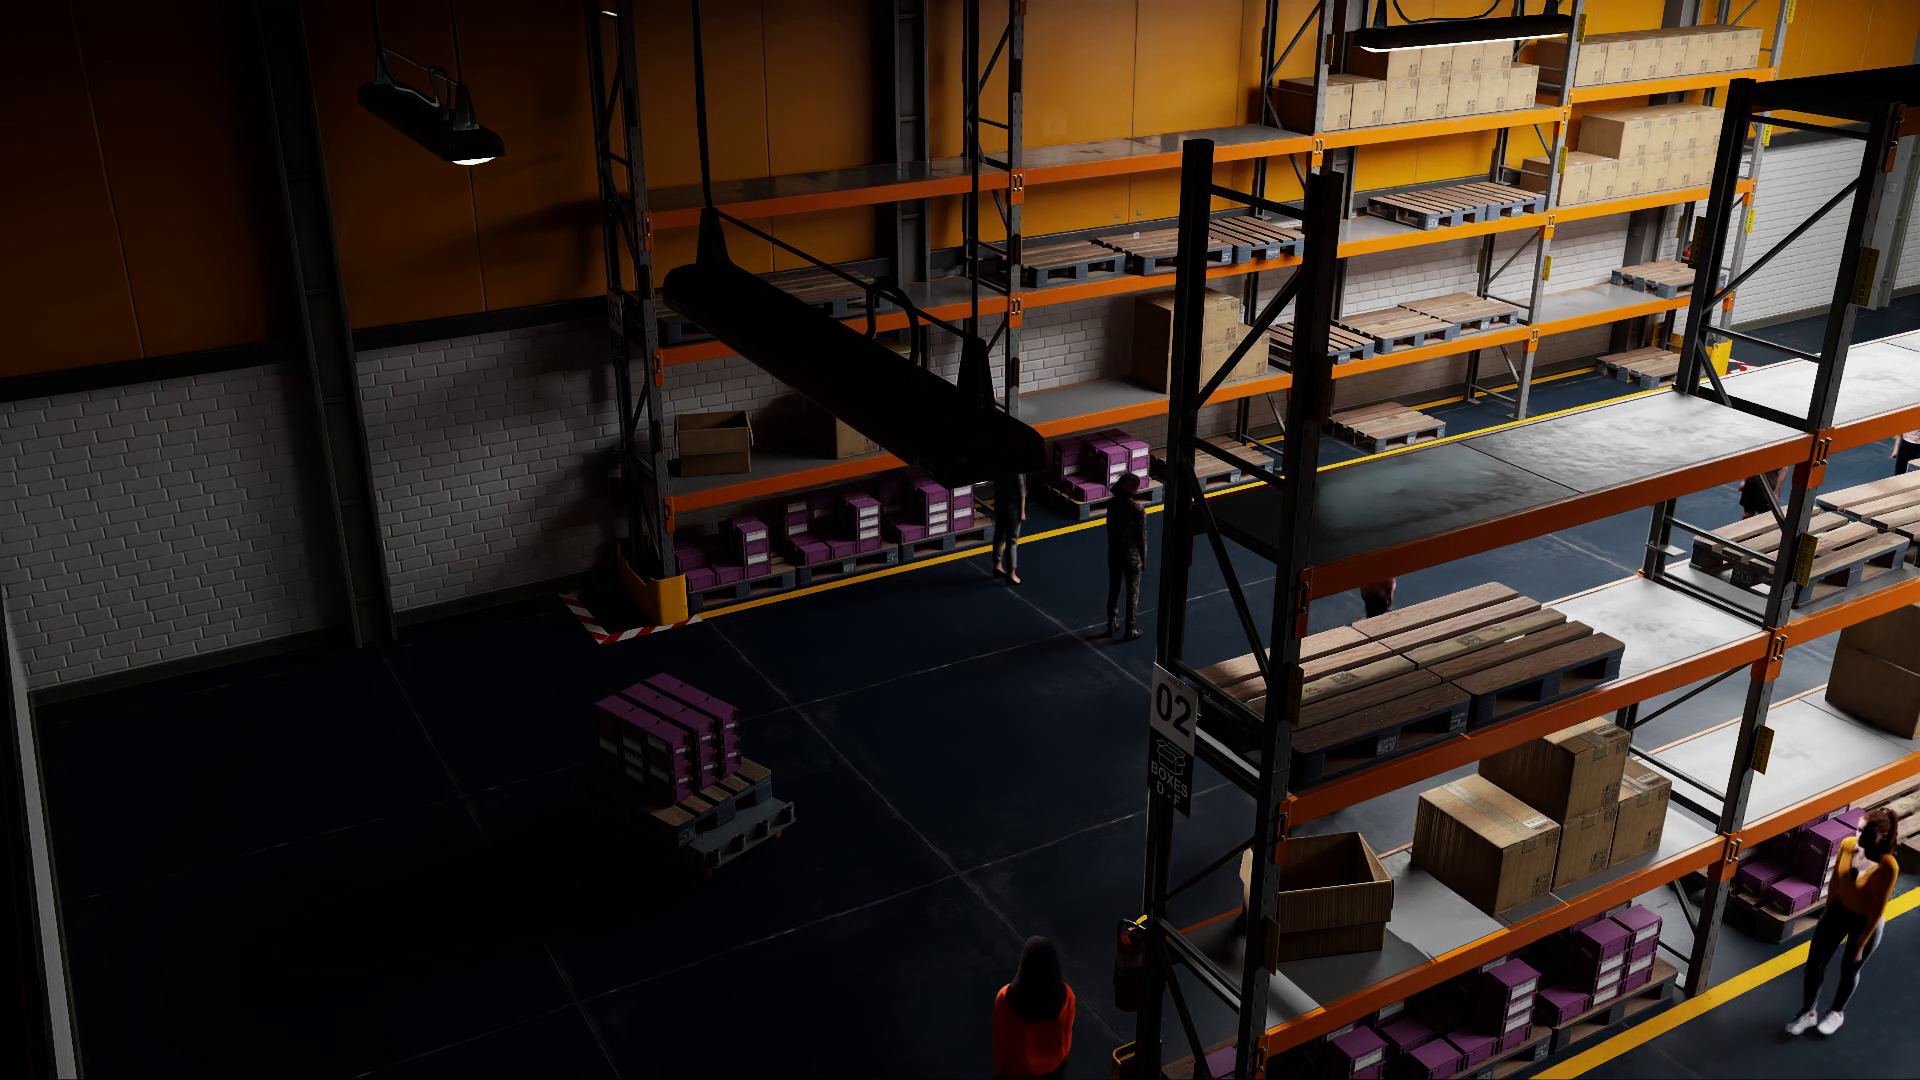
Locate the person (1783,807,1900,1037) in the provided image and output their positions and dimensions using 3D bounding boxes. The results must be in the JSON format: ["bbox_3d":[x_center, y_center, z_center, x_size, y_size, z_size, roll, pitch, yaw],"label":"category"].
[{"bbox_3d":[5.820,2.464,10.742,0.716,1.731,0.586,-15,28,-31],"label":"person"}]

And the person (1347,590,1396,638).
[{"bbox_3d":[3.307,1.271,13.491,0.912,1.716,1.242,18,30,36],"label":"person"}]

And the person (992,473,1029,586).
[{"bbox_3d":[0.497,-0.347,17.240,0.584,1.677,0.631,-15,28,-31],"label":"person"}]

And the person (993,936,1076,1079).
[{"bbox_3d":[0.427,3.036,9.425,0.649,1.738,0.774,-3,24,-8],"label":"person"}]

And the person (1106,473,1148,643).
[{"bbox_3d":[1.594,0.147,16.064,0.660,1.714,0.674,17,29,34],"label":"person"}]
